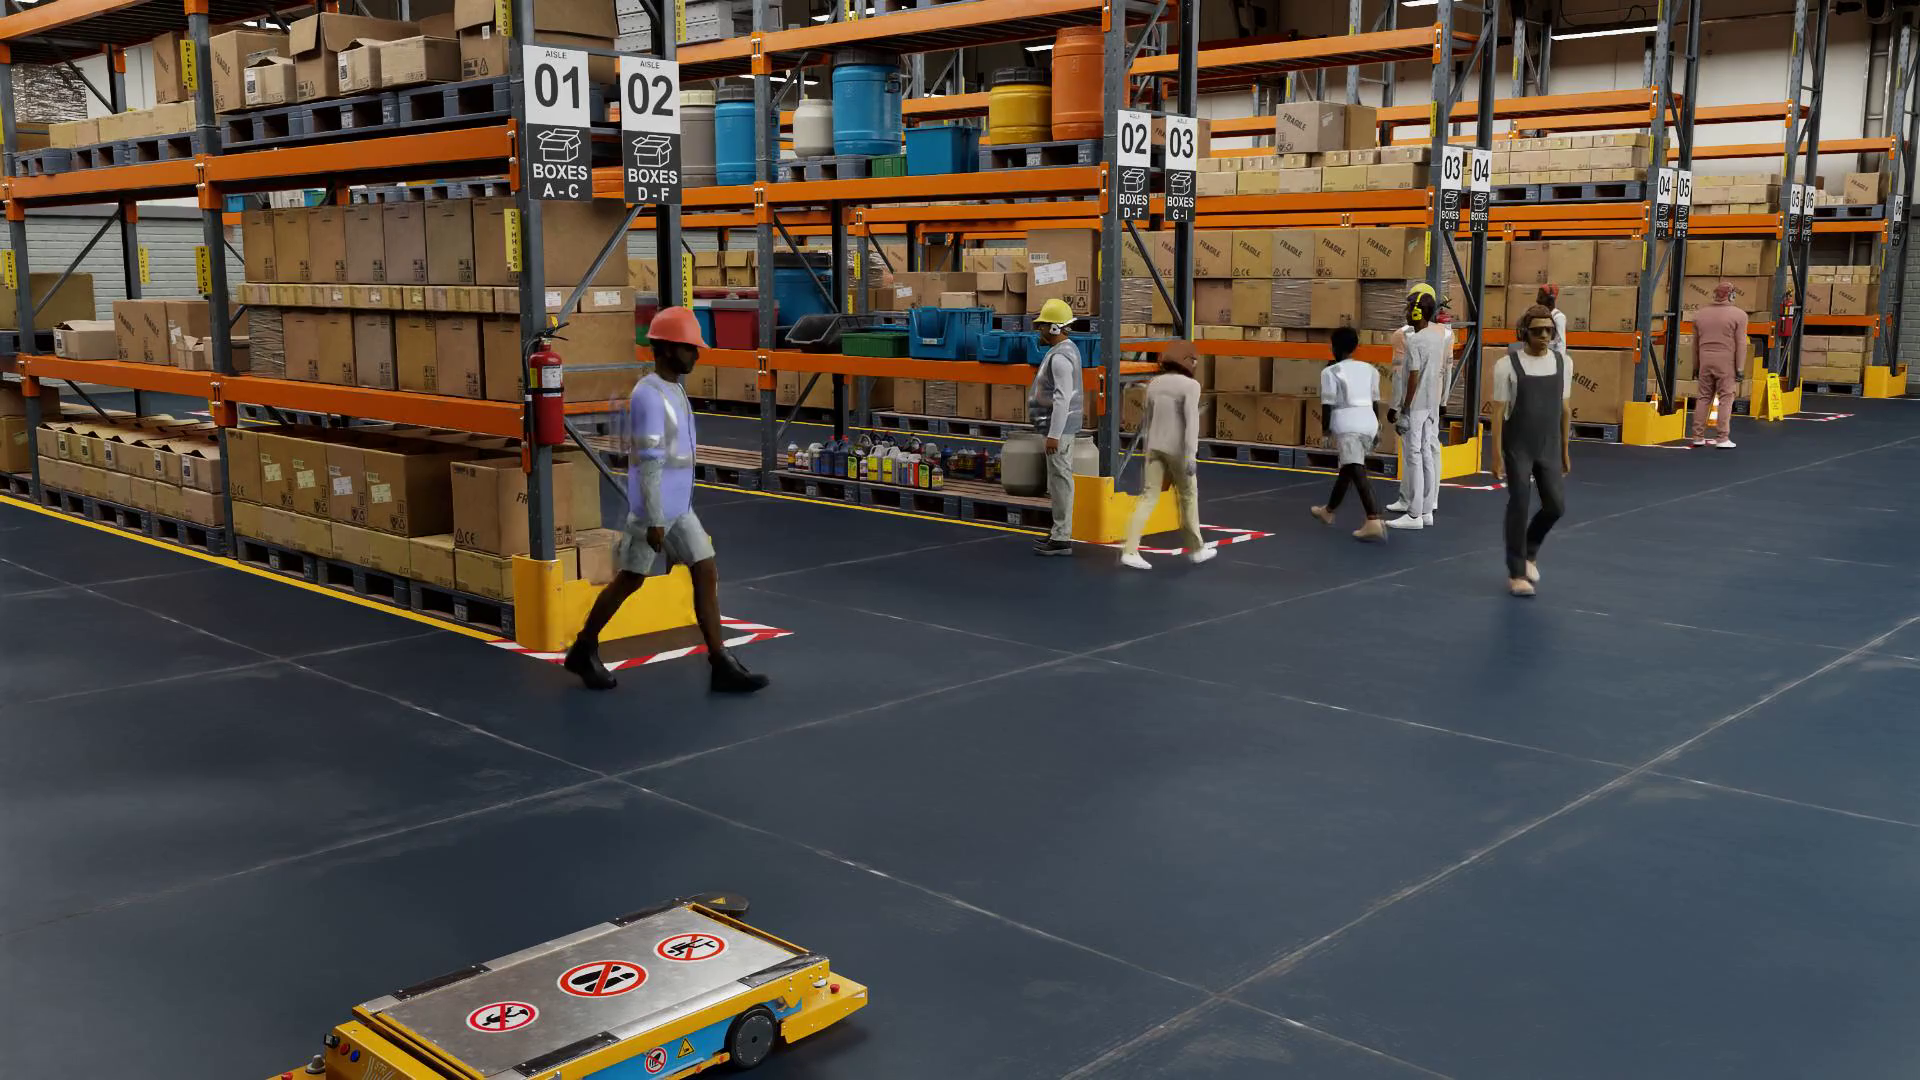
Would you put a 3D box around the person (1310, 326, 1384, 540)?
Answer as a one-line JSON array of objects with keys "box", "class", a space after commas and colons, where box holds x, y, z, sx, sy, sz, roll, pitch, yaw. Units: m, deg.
[{"box": [3.021, -0.839, 12.874, 0.543, 1.601, 1.021, -5, 11, -29], "class": "person"}]

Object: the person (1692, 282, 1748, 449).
[{"box": [8.736, -2.003, 19.130, 0.394, 1.897, 0.642, -7, 11, -35], "class": "person"}]

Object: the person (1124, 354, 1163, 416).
[{"box": [2.623, -2.565, 22.777, 1.003, 1.830, 0.587, 7, 12, 37], "class": "person"}]

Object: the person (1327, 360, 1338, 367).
[{"box": [4.908, -2.363, 21.253, 0.397, 1.917, 0.590, 8, 12, 41], "class": "person"}]

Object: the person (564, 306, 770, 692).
[{"box": [-1.491, -0.192, 8.081, 1.032, 1.882, 0.566, 2, 9, 10], "class": "person"}]

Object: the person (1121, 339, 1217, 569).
[{"box": [1.438, -0.591, 11.434, 0.867, 1.571, 0.532, -8, 12, -42], "class": "person"}]

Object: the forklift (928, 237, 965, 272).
[{"box": [-0.326, -5.817, 39.609, 1.129, 2.768, 1.873, 9, 13, 43], "class": "forklift"}]

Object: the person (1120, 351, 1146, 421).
[{"box": [2.266, -2.358, 21.240, 0.638, 1.912, 0.727, -9, 13, -43], "class": "person"}]

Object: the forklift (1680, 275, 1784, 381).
[{"box": [12.480, -3.427, 27.053, 1.214, 2.155, 2.313, 9, 13, 43], "class": "forklift"}]

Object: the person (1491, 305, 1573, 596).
[{"box": [3.599, -0.562, 10.474, 0.534, 1.827, 0.421, -1, 9, -4], "class": "person"}]

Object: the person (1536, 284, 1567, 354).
[{"box": [6.633, -1.948, 18.801, 0.337, 1.882, 0.585, -1, 9, -4], "class": "person"}]

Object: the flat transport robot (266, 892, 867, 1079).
[{"box": [-0.980, 1.246, 4.283, 0.652, 0.197, 1.431, 9, 13, 43], "class": "flat transport robot"}]

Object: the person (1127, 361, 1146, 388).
[{"box": [2.313, -2.494, 21.970, 1.016, 1.952, 0.636, 7, 11, 35], "class": "person"}]

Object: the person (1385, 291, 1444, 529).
[{"box": [3.626, -1.032, 13.220, 0.328, 1.875, 0.513, 8, 12, 39], "class": "person"}]

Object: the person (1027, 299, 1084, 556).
[{"box": [0.690, -0.818, 12.031, 0.403, 1.834, 0.589, 1, 9, 7], "class": "person"}]

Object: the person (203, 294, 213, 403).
[{"box": [-7.919, -1.767, 17.674, 0.985, 1.893, 0.656, 7, 11, 35], "class": "person"}]

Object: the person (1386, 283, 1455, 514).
[{"box": [3.861, -1.187, 14.004, 0.587, 1.928, 0.362, -4, 10, -21], "class": "person"}]

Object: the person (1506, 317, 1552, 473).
[{"box": [5.769, -1.489, 16.918, 0.488, 1.584, 0.853, -2, 10, -15], "class": "person"}]
